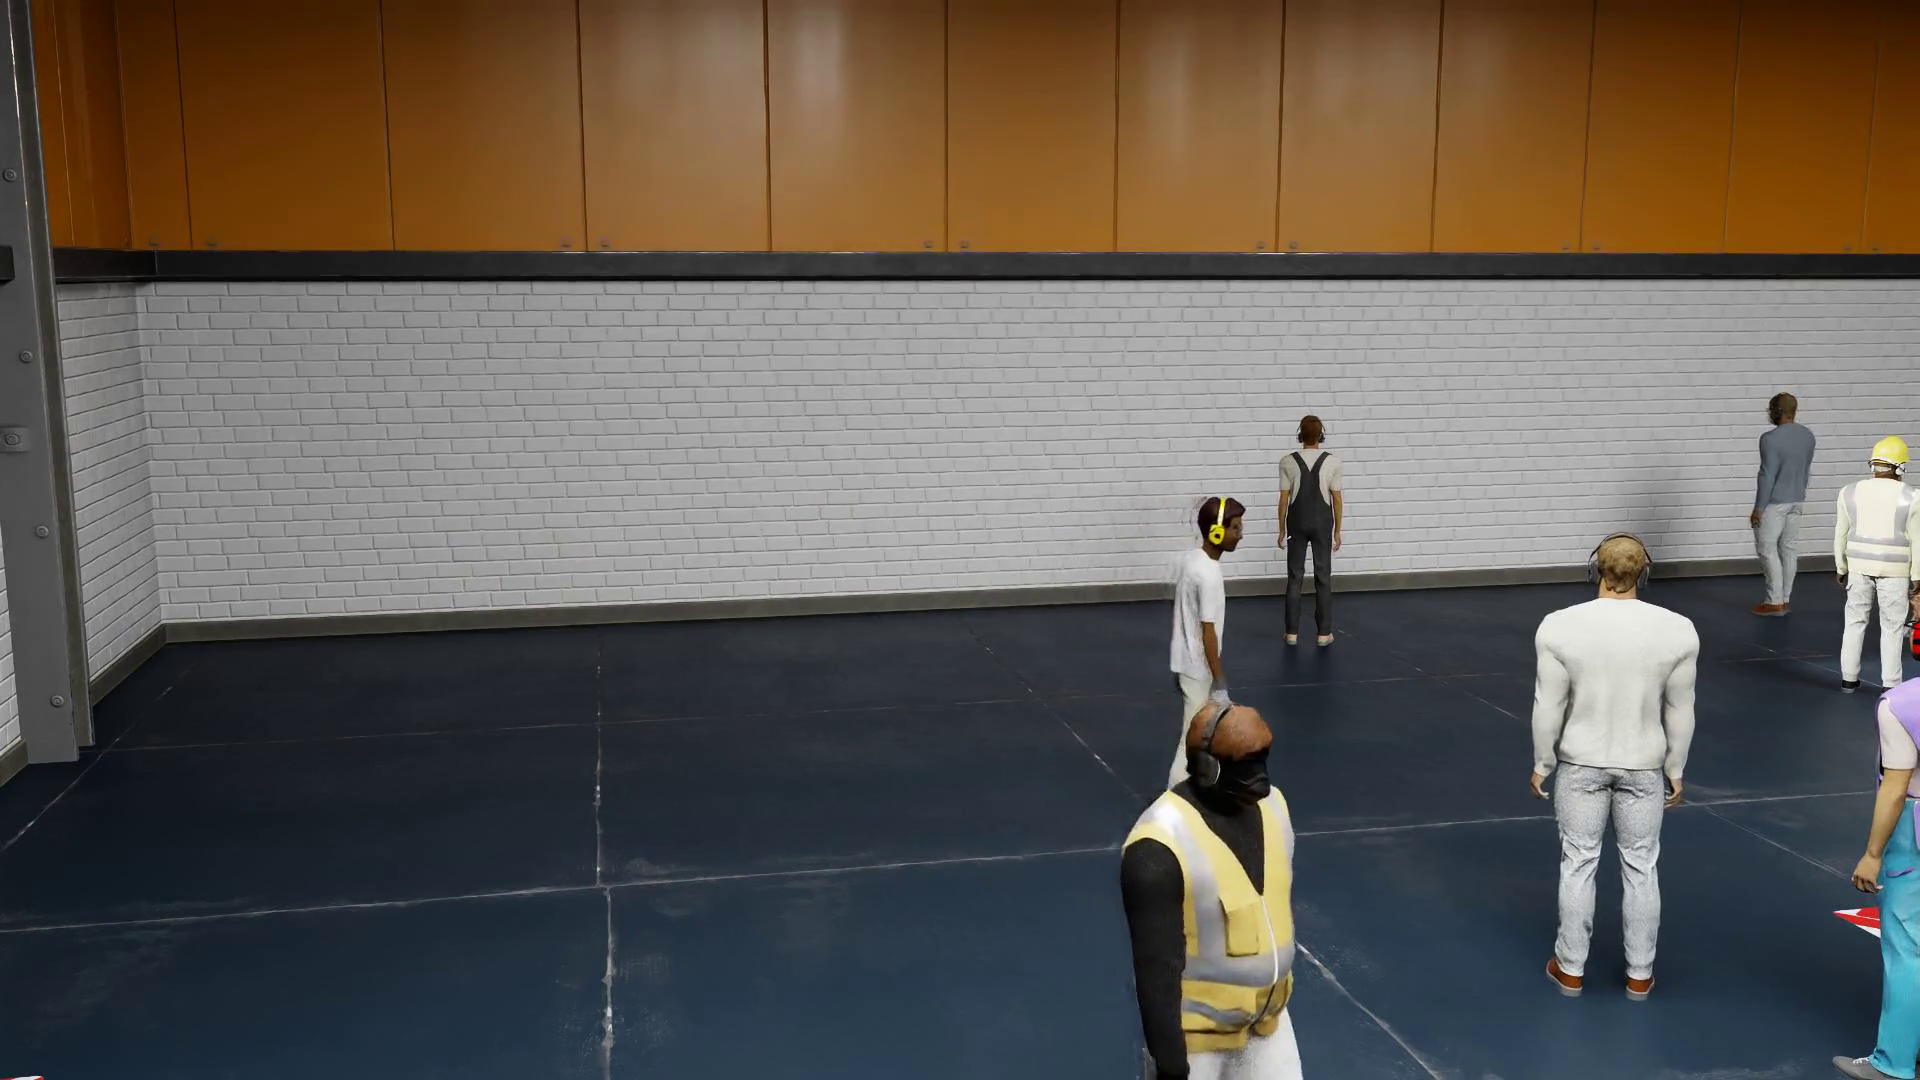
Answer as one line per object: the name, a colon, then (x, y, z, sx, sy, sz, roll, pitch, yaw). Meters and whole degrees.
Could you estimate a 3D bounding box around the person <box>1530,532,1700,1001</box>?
person: (2.661, 0.929, 6.826, 0.627, 1.940, 0.376, 2, 10, 14)

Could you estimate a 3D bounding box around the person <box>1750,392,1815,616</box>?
person: (7.100, -0.306, 14.386, 0.667, 1.933, 0.486, -5, 11, -29)

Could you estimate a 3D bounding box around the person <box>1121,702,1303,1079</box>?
person: (0.764, 1.348, 4.607, 0.661, 1.824, 0.595, -8, 12, -40)

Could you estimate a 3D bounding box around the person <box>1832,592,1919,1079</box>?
person: (3.513, 1.105, 6.031, 0.564, 1.846, 0.390, -4, 10, -22)

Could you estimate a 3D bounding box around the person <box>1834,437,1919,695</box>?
person: (6.438, 0.193, 11.633, 0.403, 1.834, 0.588, -9, 13, -43)

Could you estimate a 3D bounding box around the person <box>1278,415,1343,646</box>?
person: (2.778, -0.074, 13.225, 0.505, 1.846, 0.346, 2, 10, 13)

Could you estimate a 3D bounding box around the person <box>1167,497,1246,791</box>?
person: (1.297, 0.691, 8.555, 0.578, 1.840, 0.554, 1, 9, 4)
